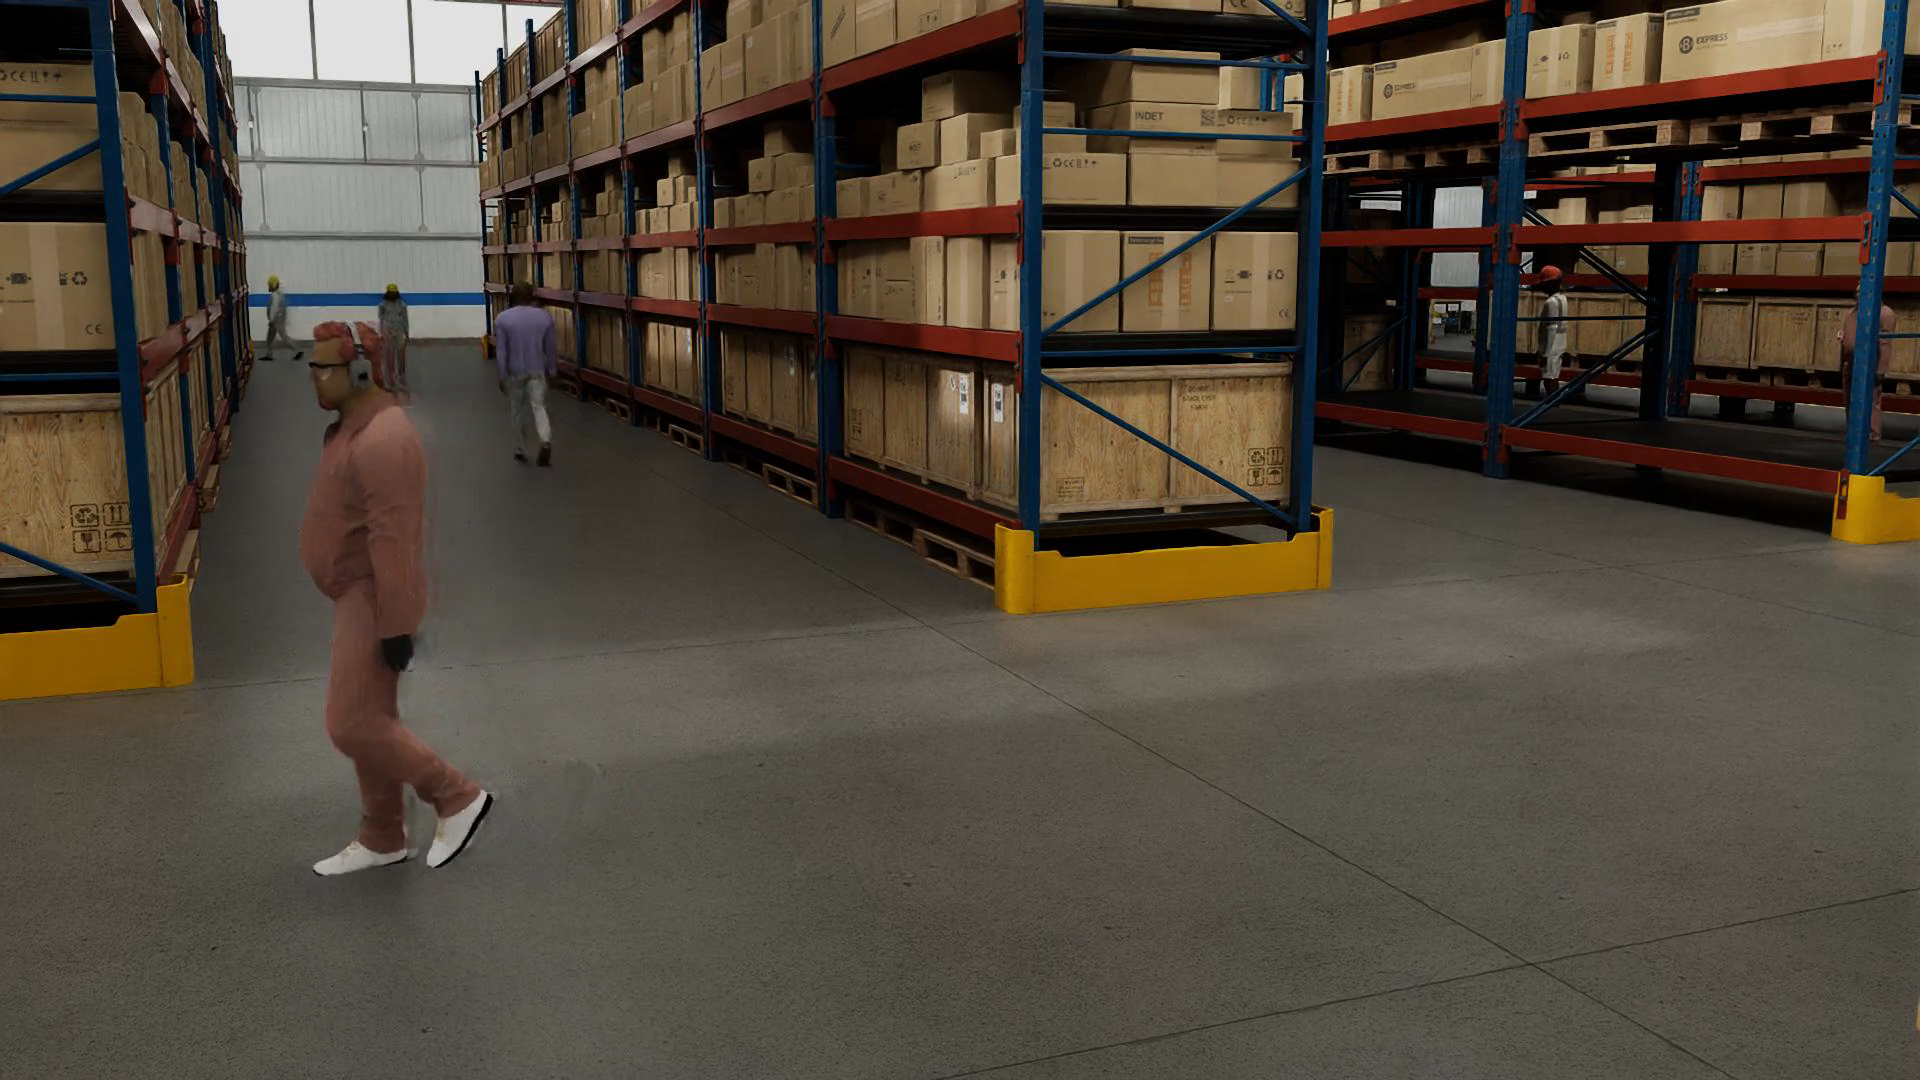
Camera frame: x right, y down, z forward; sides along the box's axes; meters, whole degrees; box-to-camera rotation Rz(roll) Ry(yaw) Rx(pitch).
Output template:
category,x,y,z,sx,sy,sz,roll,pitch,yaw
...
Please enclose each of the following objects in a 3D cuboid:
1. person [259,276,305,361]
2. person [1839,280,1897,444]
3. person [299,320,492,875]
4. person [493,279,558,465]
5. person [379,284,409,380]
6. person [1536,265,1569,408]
category,x,y,z,sx,sy,sz,roll,pitch,yaw
person,-14.309,-4.657,35.003,0.880,1.799,0.588,-4,10,-24
person,9.723,-1.856,17.938,0.402,1.900,0.636,-3,10,-16
person,-1.946,0.212,5.573,0.472,1.893,0.644,-5,10,-25
person,-4.431,-1.717,17.073,0.638,1.911,0.923,-5,11,-26
person,-10.042,-3.692,29.514,0.493,1.703,0.909,-4,10,-22
person,7.124,-2.292,20.123,0.384,2.035,0.605,5,11,30
